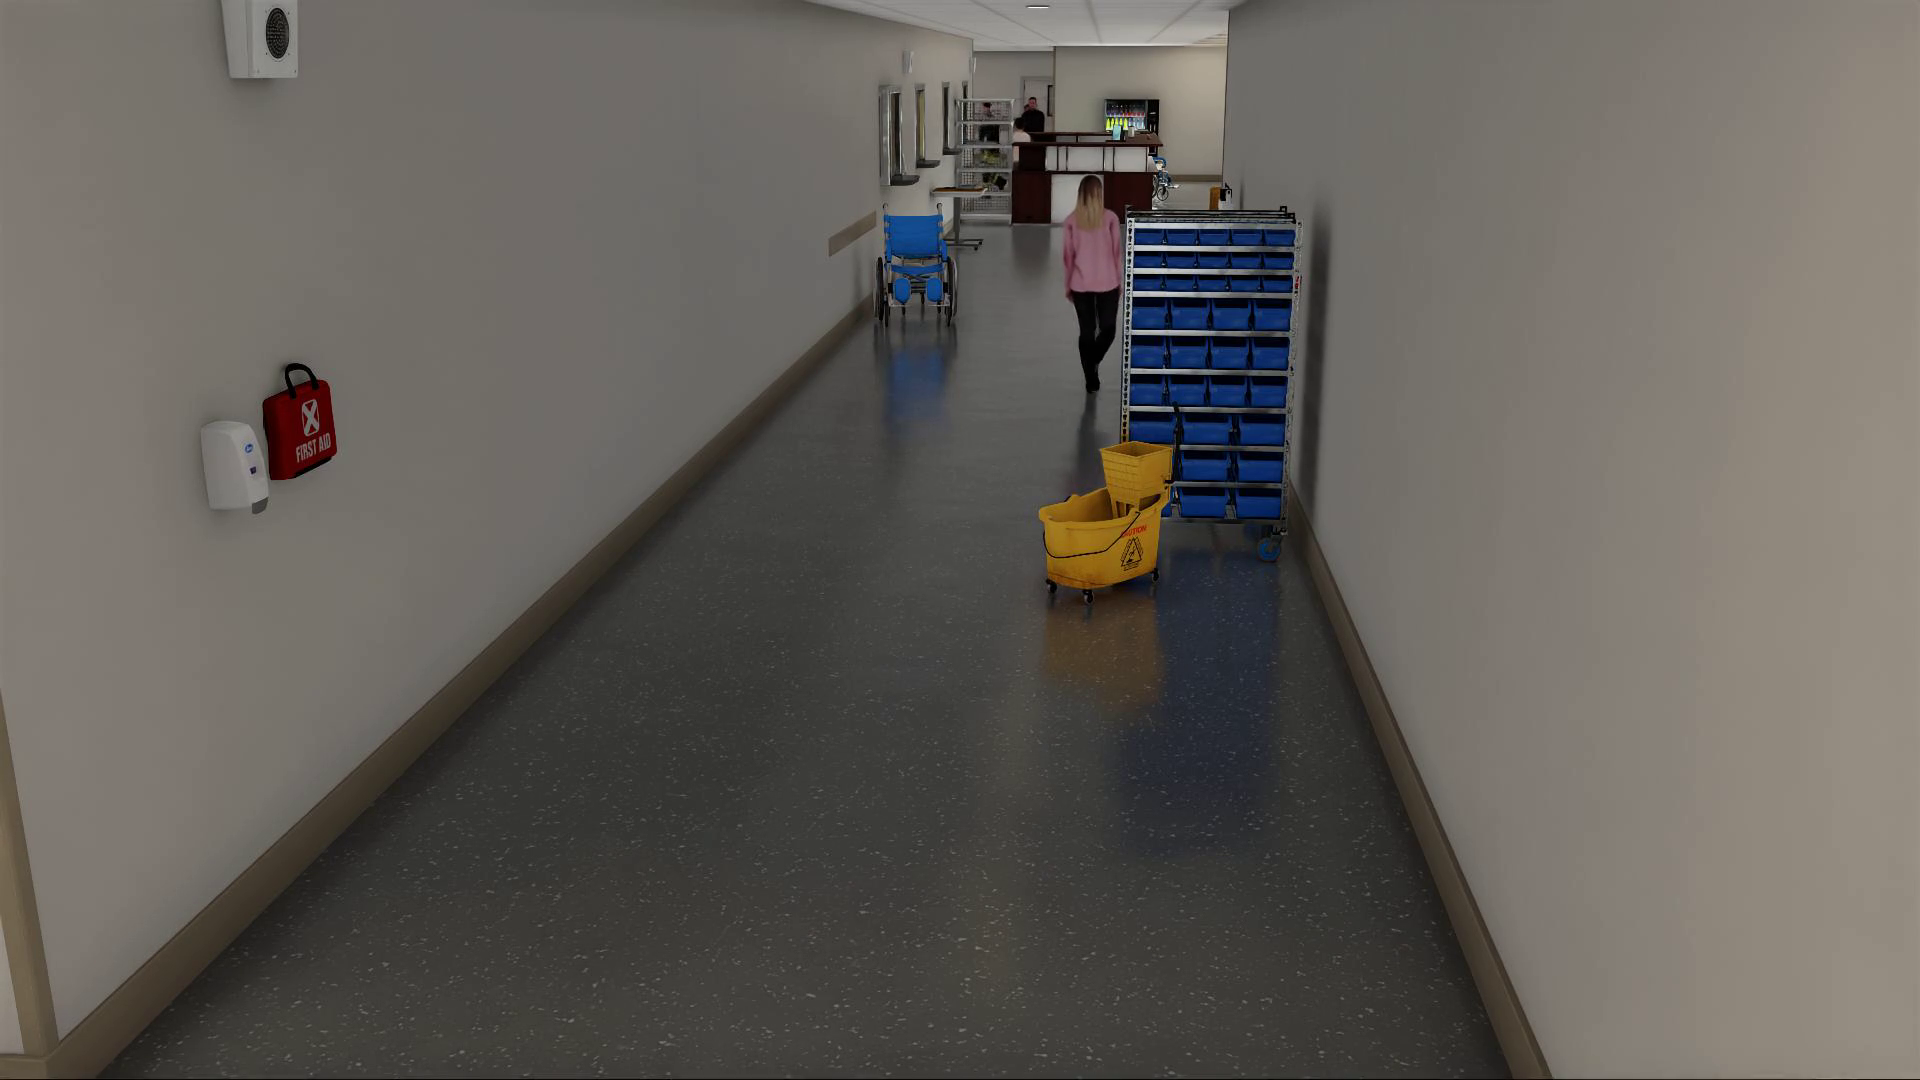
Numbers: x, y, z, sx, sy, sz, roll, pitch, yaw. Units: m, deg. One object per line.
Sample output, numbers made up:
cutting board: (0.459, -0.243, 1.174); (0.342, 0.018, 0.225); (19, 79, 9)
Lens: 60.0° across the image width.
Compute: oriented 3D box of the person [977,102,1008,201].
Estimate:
person: (0.626, -7.589, 32.390); (1.155, 1.905, 1.066); (-8, 18, -28)

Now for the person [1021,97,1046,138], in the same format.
person: (1.601, -8.735, 36.449); (0.502, 1.909, 0.733); (1, 16, 3)

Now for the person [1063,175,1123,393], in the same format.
person: (1.017, -1.943, 12.786); (0.873, 1.676, 0.776); (4, 16, 15)

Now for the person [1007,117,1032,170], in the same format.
person: (1.054, -6.745, 29.905); (1.030, 1.630, 0.758); (-1, 16, -5)
